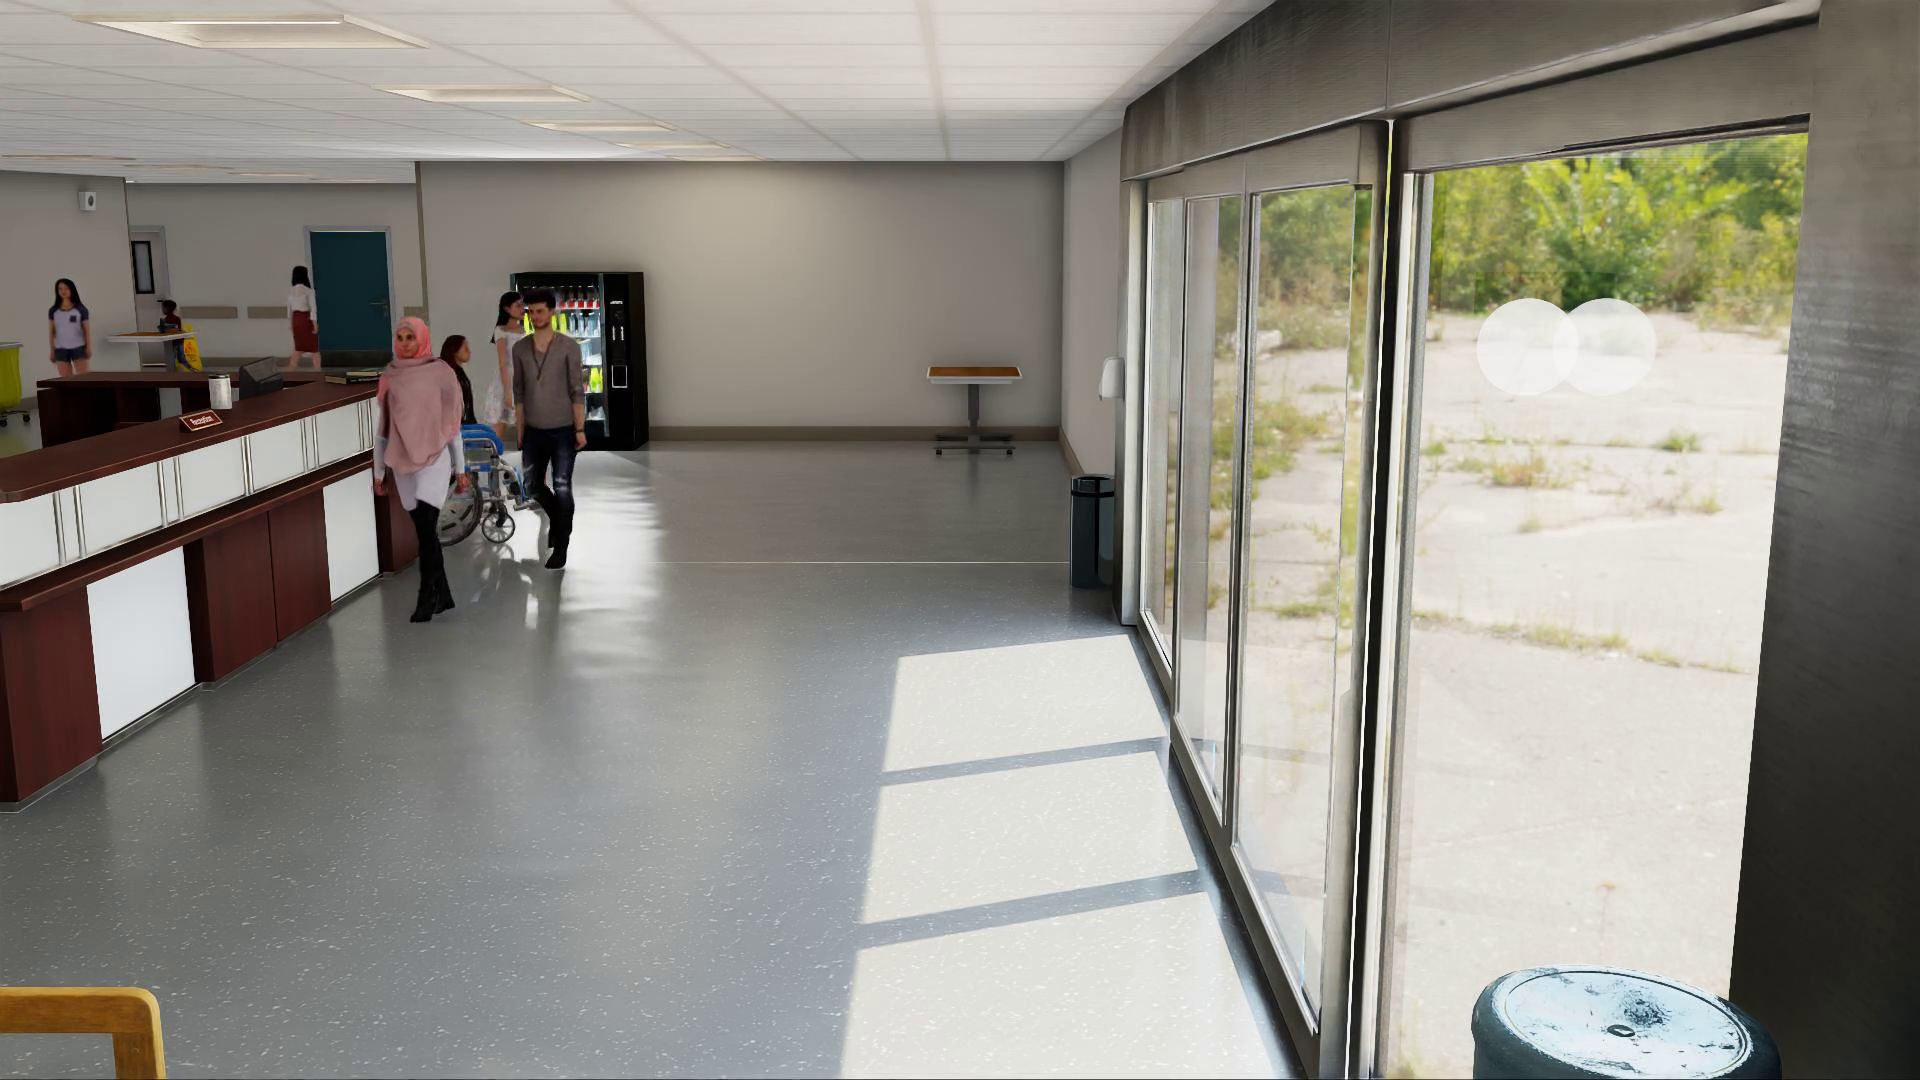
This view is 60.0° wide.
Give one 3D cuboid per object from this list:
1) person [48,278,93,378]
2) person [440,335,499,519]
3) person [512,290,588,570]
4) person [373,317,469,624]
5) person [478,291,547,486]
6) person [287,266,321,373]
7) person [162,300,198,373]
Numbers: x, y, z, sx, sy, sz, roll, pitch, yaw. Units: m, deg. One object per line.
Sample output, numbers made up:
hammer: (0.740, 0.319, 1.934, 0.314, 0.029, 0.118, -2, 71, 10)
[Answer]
person: (-10.605, -2.272, 19.893, 0.657, 1.699, 0.718, -2, 11, -9)
person: (-4.052, -0.883, 13.207, 0.797, 1.462, 0.682, -3, 11, -16)
person: (-2.786, -0.767, 11.463, 0.869, 1.885, 0.809, 1, 11, 7)
person: (-3.163, -0.418, 9.897, 0.850, 1.783, 0.763, 1, 11, 6)
person: (-3.865, -1.201, 14.138, 1.240, 1.739, 0.969, 5, 12, 26)
person: (-9.391, -3.013, 23.694, 0.919, 1.736, 0.813, 3, 11, 14)
person: (-11.439, -2.876, 24.322, 0.835, 1.233, 0.656, 4, 11, 20)
